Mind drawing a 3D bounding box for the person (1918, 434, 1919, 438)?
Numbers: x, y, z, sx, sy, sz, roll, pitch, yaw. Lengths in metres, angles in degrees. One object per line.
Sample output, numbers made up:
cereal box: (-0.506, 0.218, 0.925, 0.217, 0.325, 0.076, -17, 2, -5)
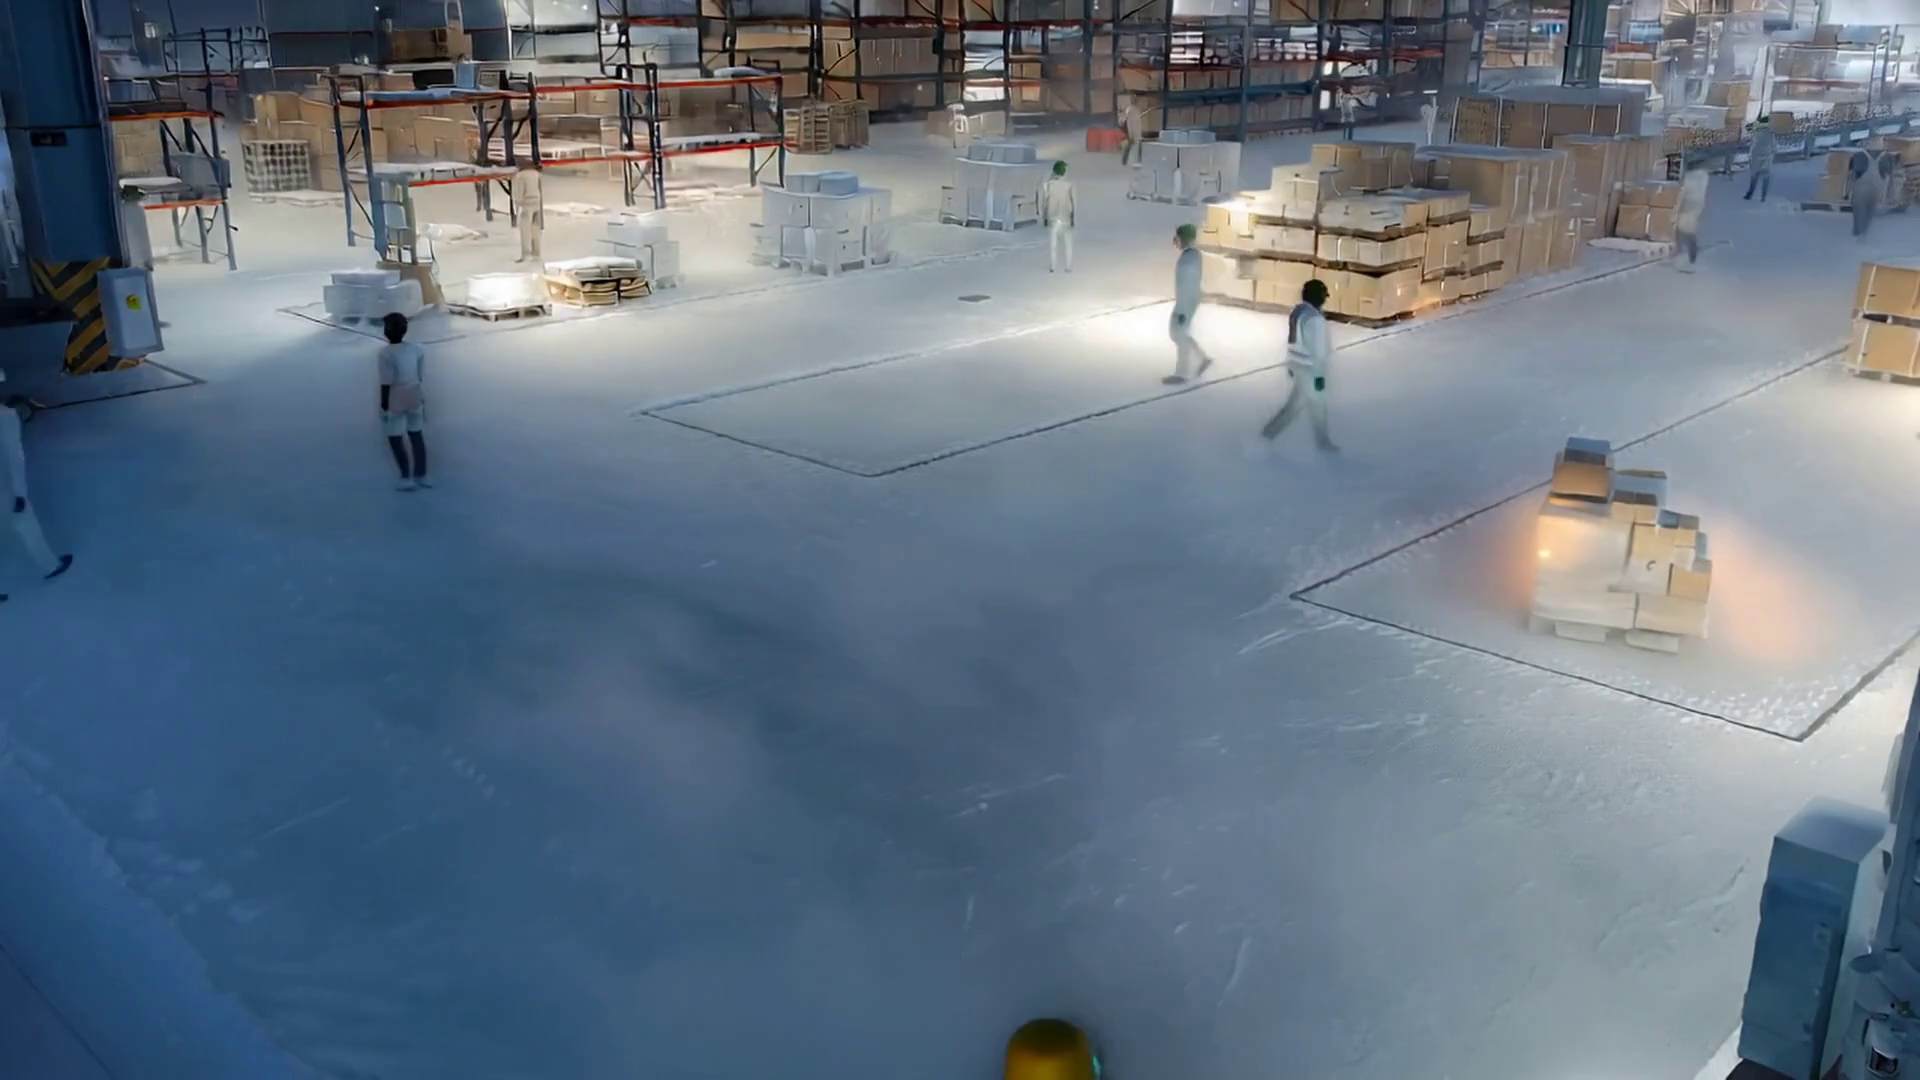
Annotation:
person: (10.584, -1.907, 17.099, 0.980, 1.882, 0.603, 0, 18, 1)

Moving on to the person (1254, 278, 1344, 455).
person: (3.433, -1.726, 16.661, 0.906, 1.813, 0.627, 0, 18, 0)

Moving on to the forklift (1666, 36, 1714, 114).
forklift: (27.341, -17.291, 61.877, 1.129, 2.768, 1.873, 17, 25, 41)

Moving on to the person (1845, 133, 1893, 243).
person: (16.830, -6.553, 30.838, 0.688, 2.000, 0.962, 5, 19, 16)

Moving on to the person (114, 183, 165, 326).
person: (-11.333, -3.900, 22.914, 0.390, 1.995, 0.613, 4, 19, 11)

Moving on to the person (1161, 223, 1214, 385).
person: (2.689, -2.757, 19.579, 0.505, 1.926, 0.649, 3, 19, 8)

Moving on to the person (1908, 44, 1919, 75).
person: (46.739, -23.275, 81.379, 0.548, 1.937, 0.379, -3, 19, -8)

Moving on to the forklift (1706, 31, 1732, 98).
forklift: (31.710, -19.759, 69.314, 1.873, 2.768, 1.129, 13, 23, 35)

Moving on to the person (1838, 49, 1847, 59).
person: (39.803, -21.184, 75.143, 0.640, 1.886, 1.050, 3, 19, 8)

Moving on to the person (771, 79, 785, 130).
person: (-5.996, -14.495, 55.368, 0.858, 1.649, 0.536, 15, 23, 37)

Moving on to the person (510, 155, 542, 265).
person: (-7.398, -5.613, 28.315, 0.429, 1.843, 0.633, 11, 21, 29)

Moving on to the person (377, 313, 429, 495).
person: (-5.181, -1.259, 15.446, 0.353, 1.690, 0.575, 10, 21, 28)

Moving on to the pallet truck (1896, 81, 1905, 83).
pallet truck: (34.802, -16.331, 61.455, 0.653, 1.274, 1.630, 17, 25, 41)

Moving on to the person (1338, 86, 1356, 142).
person: (11.850, -13.013, 50.866, 0.321, 1.685, 0.542, -13, 22, -34)

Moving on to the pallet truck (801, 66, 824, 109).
pallet truck: (-4.812, -15.182, 56.903, 0.823, 1.965, 1.885, -9, 21, -26)

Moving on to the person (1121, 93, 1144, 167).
person: (4.577, -10.765, 43.739, 0.629, 1.905, 1.002, -10, 21, -27)

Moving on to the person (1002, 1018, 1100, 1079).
person: (0.254, 2.179, 4.622, 0.619, 1.983, 0.455, 9, 20, 26)

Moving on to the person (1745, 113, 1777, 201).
person: (17.798, -8.495, 36.927, 0.558, 1.939, 0.643, 2, 19, 7)

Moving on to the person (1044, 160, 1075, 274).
person: (1.641, -5.302, 27.348, 0.508, 1.865, 0.329, 0, 18, 1)

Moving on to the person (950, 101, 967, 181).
person: (-0.053, -9.730, 40.596, 0.399, 1.928, 0.542, 11, 21, 30)

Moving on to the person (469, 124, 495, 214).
person: (-10.020, -7.791, 34.874, 0.327, 1.844, 0.514, 11, 21, 29)

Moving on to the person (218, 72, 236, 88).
person: (-24.483, -14.702, 55.656, 0.593, 1.878, 0.980, -12, 22, -32)

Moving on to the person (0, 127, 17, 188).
person: (-21.242, -8.572, 37.389, 0.546, 1.725, 0.513, 12, 22, 31)

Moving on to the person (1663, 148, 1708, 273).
person: (12.011, -5.455, 27.579, 0.815, 2.013, 0.635, 17, 25, 41)

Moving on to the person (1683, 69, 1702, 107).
person: (25.906, -15.740, 58.867, 0.542, 1.821, 0.594, -16, 24, -40)

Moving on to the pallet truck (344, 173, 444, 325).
pallet truck: (-8.209, -4.181, 23.757, 0.823, 1.965, 1.885, 3, 19, 9)

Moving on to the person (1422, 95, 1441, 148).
person: (13.337, -11.724, 47.009, 0.537, 1.664, 0.844, 14, 23, 35)

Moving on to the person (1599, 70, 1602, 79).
person: (22.190, -15.547, 58.170, 0.644, 1.898, 0.397, 15, 23, 38)

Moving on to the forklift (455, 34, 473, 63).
forklift: (-19.328, -18.330, 65.007, 1.129, 2.768, 1.873, 17, 25, 41)

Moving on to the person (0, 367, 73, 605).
person: (-7.348, -0.471, 12.758, 0.607, 1.874, 0.974, 1, 18, 4)
